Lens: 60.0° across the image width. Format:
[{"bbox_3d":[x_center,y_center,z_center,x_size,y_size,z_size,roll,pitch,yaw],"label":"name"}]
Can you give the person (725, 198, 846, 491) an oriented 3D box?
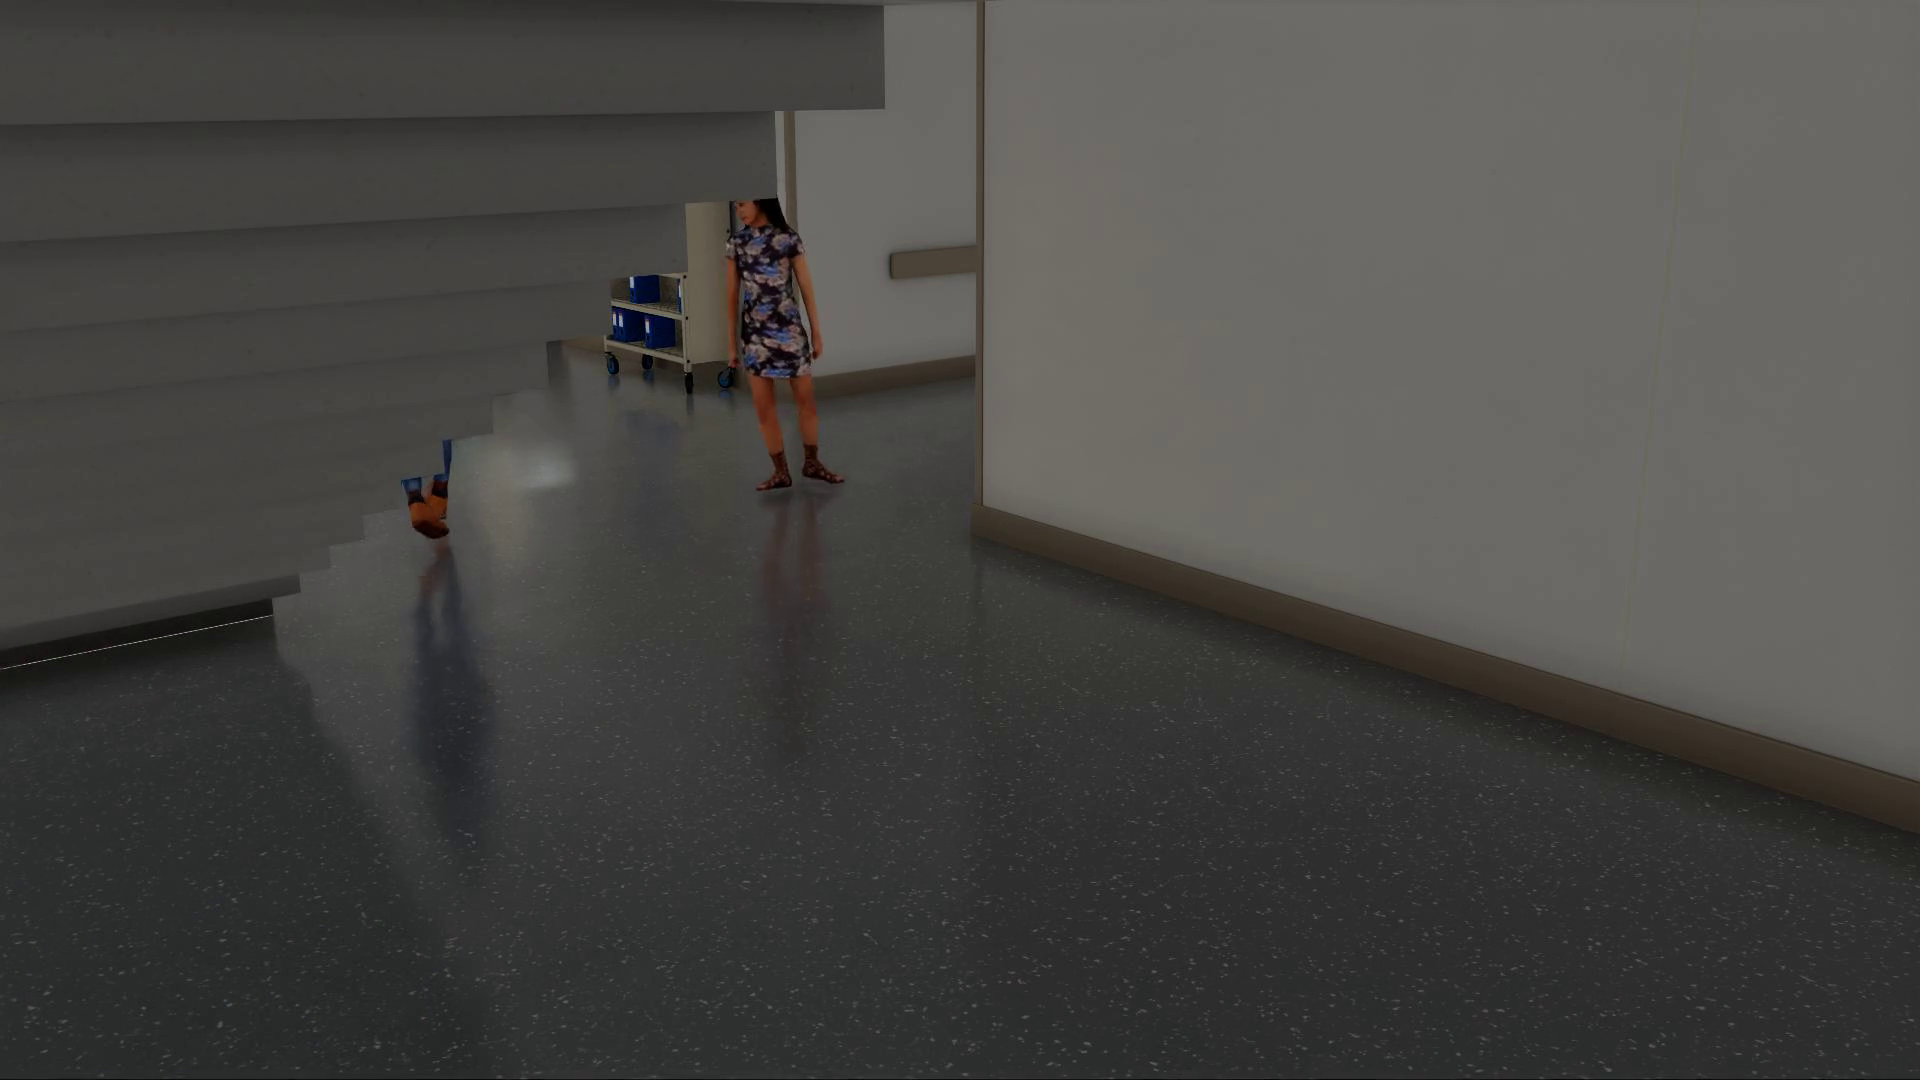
[{"bbox_3d":[-0.974,-1.097,9.105,0.847,1.713,0.891,-2,16,-8],"label":"person"}]
